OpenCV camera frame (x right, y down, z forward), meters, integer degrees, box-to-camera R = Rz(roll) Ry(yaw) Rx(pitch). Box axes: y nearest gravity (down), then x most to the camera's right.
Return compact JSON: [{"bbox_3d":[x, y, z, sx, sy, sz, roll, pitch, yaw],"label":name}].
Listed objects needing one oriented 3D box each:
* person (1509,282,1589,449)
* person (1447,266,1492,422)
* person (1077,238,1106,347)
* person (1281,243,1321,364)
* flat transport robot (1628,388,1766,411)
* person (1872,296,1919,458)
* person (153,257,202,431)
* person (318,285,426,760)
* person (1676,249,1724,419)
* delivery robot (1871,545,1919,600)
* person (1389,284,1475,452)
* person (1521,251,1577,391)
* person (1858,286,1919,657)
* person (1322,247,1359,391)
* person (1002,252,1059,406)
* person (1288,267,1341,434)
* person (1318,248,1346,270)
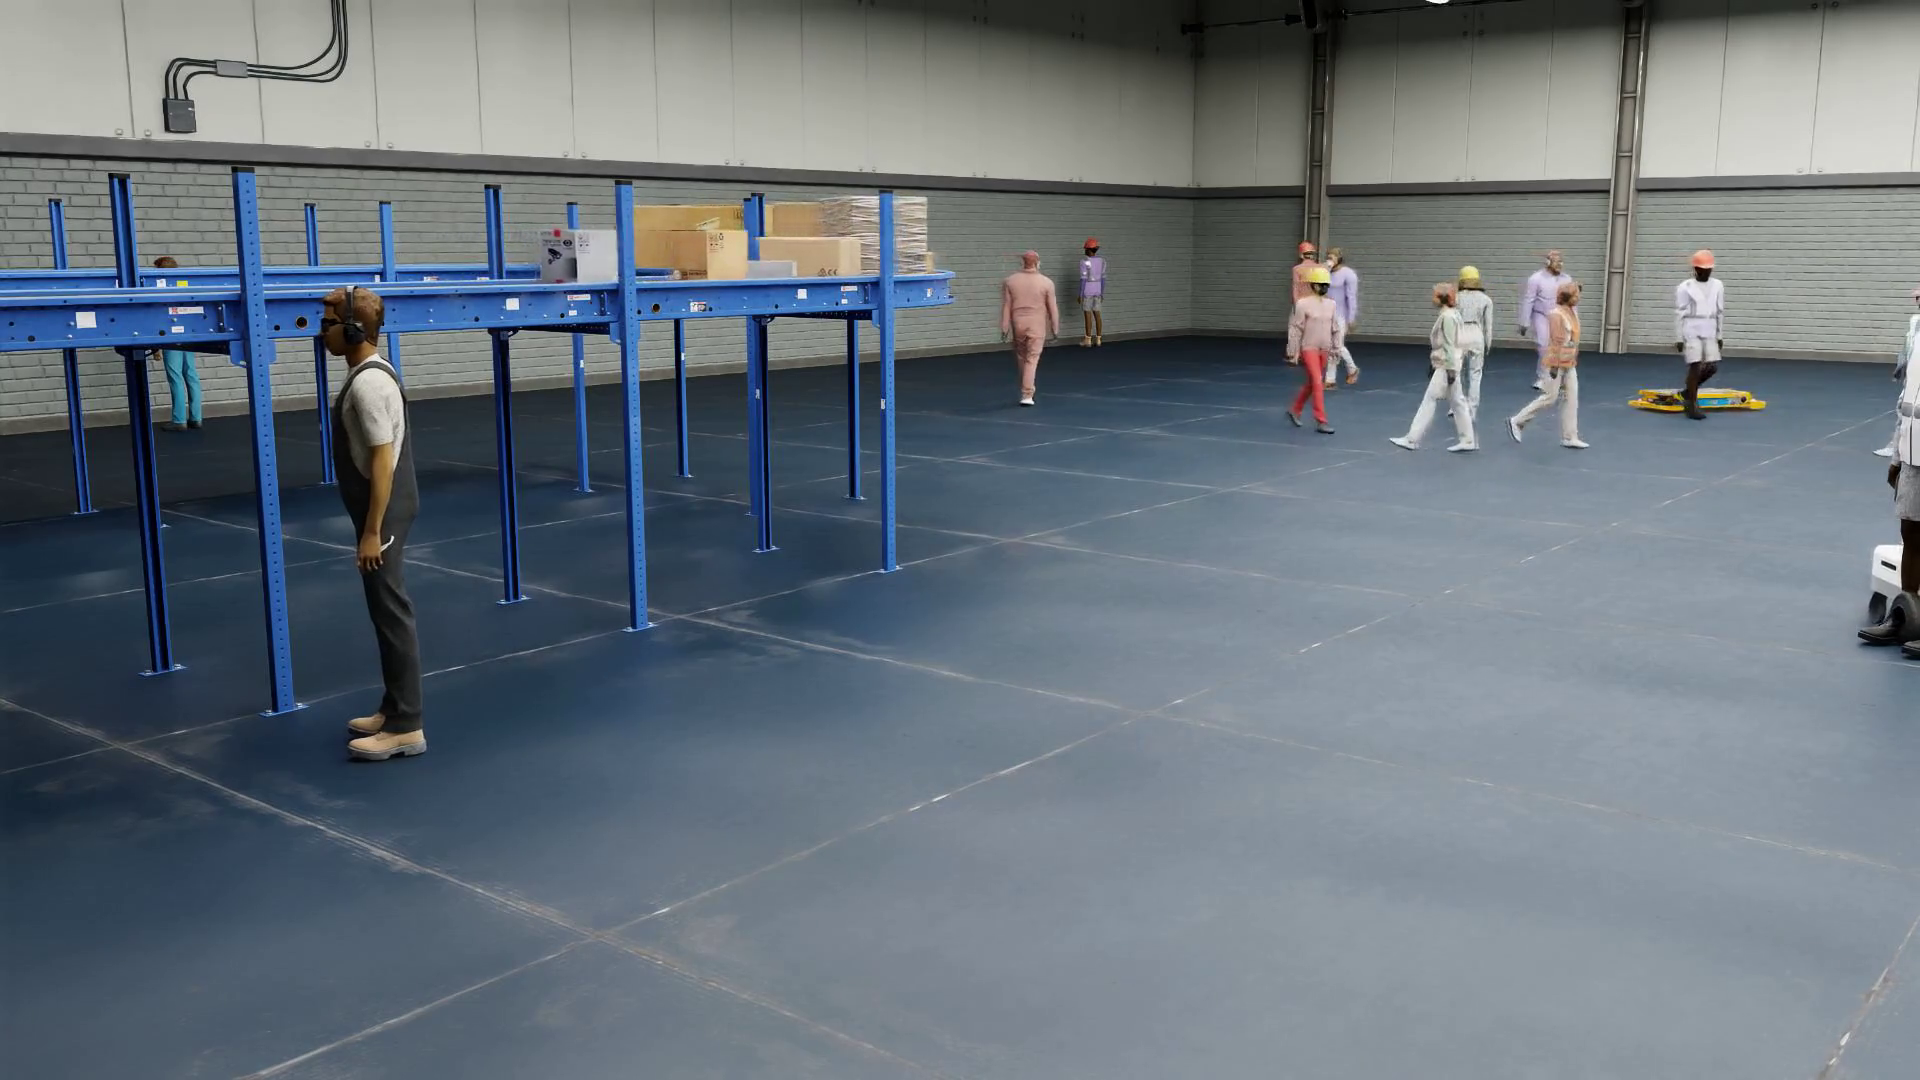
[{"bbox_3d":[5.809,-1.718,16.283,0.694,1.617,0.521,10,14,43],"label":"person"},{"bbox_3d":[5.693,-2.193,18.608,0.516,1.722,0.367,1,10,8],"label":"person"},{"bbox_3d":[2.493,-4.710,31.675,0.611,2.048,0.361,-8,13,-36],"label":"person"},{"bbox_3d":[5.622,-3.884,27.332,0.623,1.963,0.841,-3,11,-18],"label":"person"},{"bbox_3d":[8.873,-1.698,20.027,1.431,0.197,0.652,-3,11,-14],"label":"flat transport robot"},{"bbox_3d":[9.037,-1.567,15.536,0.875,1.592,0.501,0,10,0],"label":"person"},{"bbox_3d":[-8.359,-2.095,17.763,0.390,1.840,0.562,3,11,17],"label":"person"},{"bbox_3d":[-2.301,-0.071,6.533,0.344,1.845,0.506,-3,11,-16],"label":"person"},{"bbox_3d":[8.404,-2.343,18.930,0.571,1.912,0.515,-1,10,-7],"label":"person"},{"bbox_3d":[4.998,0.186,8.545,0.477,0.478,0.707,1,10,6],"label":"delivery robot"},{"bbox_3d":[4.554,-1.632,15.865,0.842,1.592,0.546,3,11,15],"label":"person"},{"bbox_3d":[7.910,-2.900,22.158,0.692,1.860,0.965,-3,11,-15],"label":"person"},{"bbox_3d":[4.742,-0.401,8.113,0.366,1.936,0.545,-2,10,-10],"label":"person"},{"bbox_3d":[5.088,-2.982,22.442,0.502,1.928,0.628,-6,12,-32],"label":"person"},{"bbox_3d":[0.904,-2.612,20.546,0.677,1.856,0.969,4,11,20],"label":"person"},{"bbox_3d":[3.771,-2.042,17.765,0.529,1.735,0.851,-5,11,-25],"label":"person"},{"bbox_3d":[7.228,-4.778,32.537,0.651,1.875,0.881,3,11,15],"label":"person"}]
